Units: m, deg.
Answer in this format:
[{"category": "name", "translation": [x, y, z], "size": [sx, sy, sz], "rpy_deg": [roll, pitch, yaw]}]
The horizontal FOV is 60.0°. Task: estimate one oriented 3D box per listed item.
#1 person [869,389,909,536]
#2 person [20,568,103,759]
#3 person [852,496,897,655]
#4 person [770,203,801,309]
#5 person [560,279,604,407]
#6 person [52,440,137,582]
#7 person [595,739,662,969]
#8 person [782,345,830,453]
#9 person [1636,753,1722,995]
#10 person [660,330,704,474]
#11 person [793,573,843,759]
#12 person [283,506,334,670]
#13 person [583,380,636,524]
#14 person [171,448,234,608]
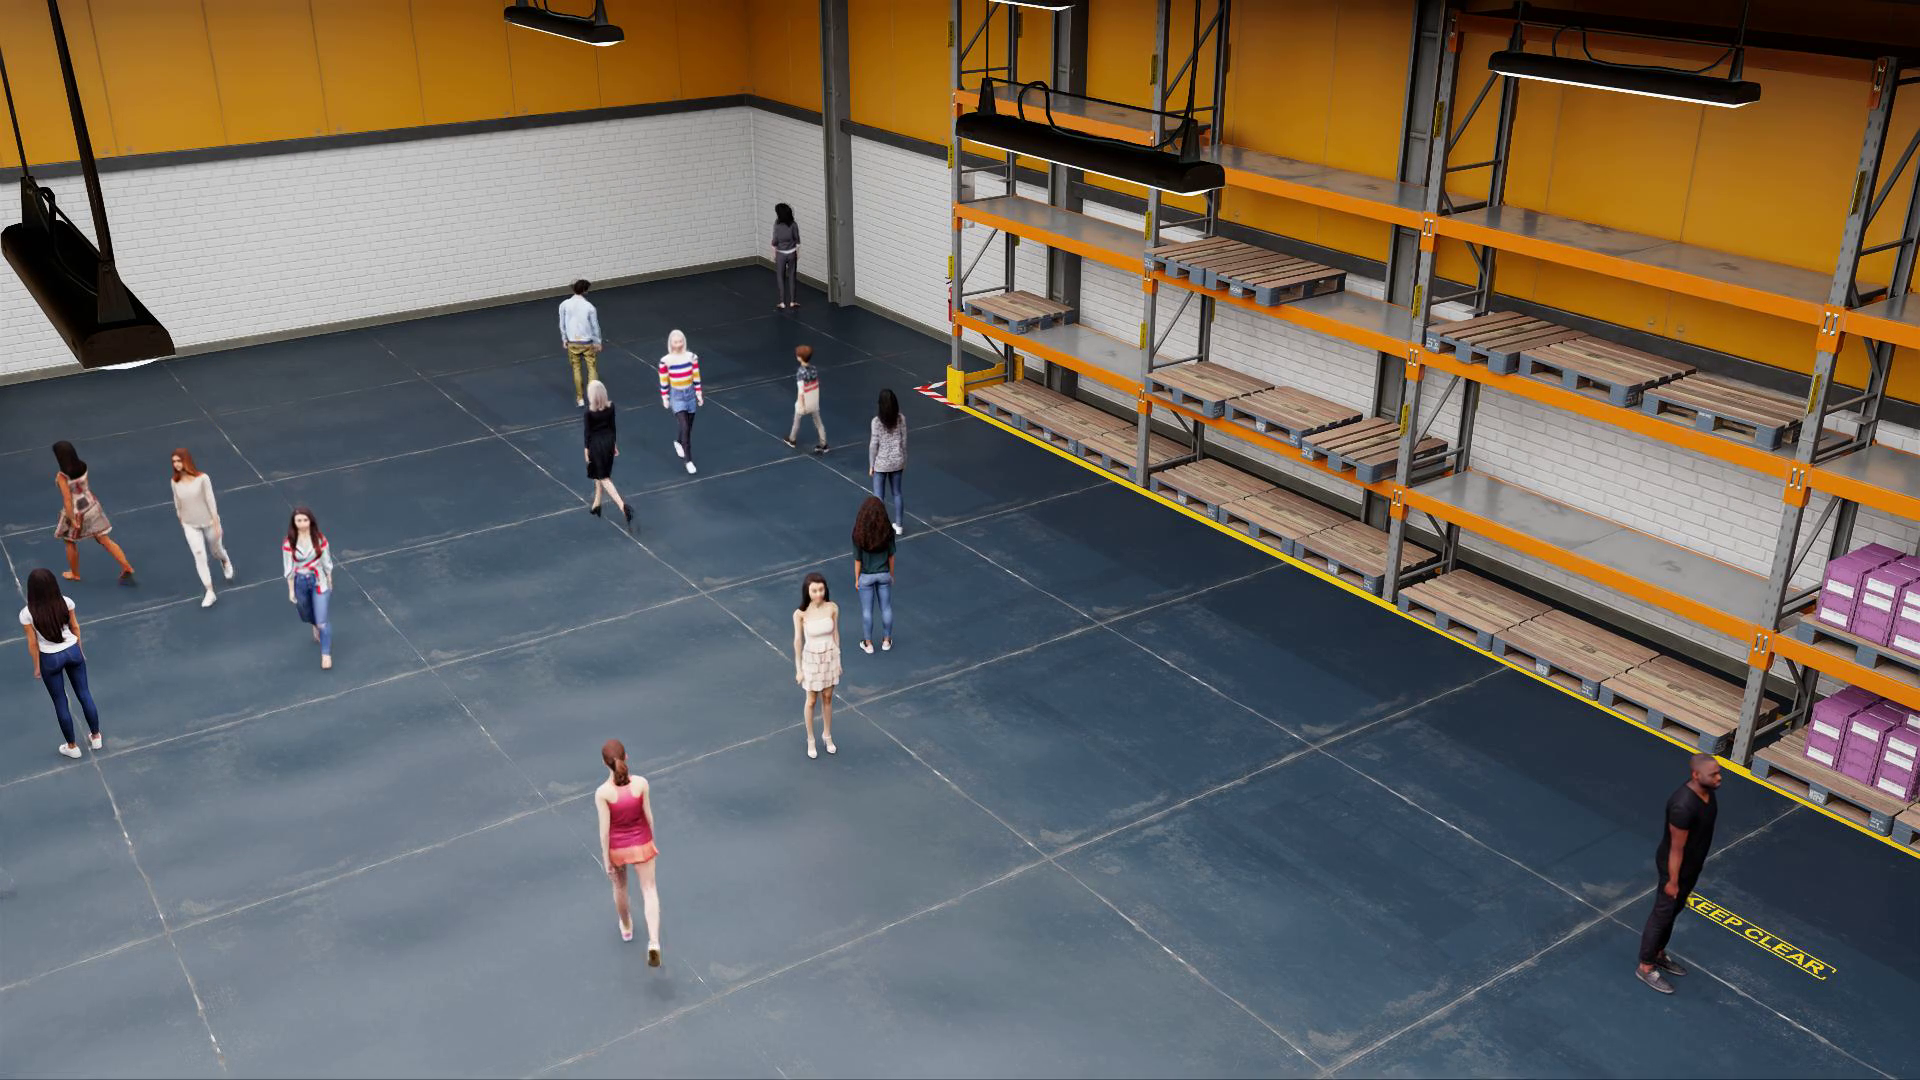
[{"category": "person", "translation": [-0.814, -0.876, 18.873], "size": [0.645, 1.731, 0.577], "rpy_deg": [-12, 26, -25]}, {"category": "person", "translation": [-7.781, 1.051, 14.408], "size": [0.583, 1.775, 0.628], "rpy_deg": [20, 31, 38]}, {"category": "person", "translation": [-0.836, 0.335, 16.244], "size": [0.684, 1.617, 0.704], "rpy_deg": [-6, 24, -13]}, {"category": "person", "translation": [-2.896, -4.729, 27.658], "size": [0.698, 1.754, 0.627], "rpy_deg": [-4, 24, -9]}, {"category": "person", "translation": [-5.239, -2.727, 23.018], "size": [0.824, 1.801, 0.868], "rpy_deg": [-3, 24, -7]}, {"category": "person", "translation": [-9.238, -0.277, 17.652], "size": [1.171, 1.611, 1.035], "rpy_deg": [7, 25, 16]}, {"category": "person", "translation": [-2.326, 2.223, 11.780], "size": [0.768, 1.734, 1.105], "rpy_deg": [-8, 25, -18]}, {"category": "person", "translation": [-1.901, -1.788, 21.366], "size": [0.983, 1.405, 0.648], "rpy_deg": [21, 31, 39]}, {"category": "person", "translation": [5.002, 2.270, 11.565], "size": [0.637, 1.819, 0.710], "rpy_deg": [21, 31, 39]}, {"category": "person", "translation": [-3.494, -1.782, 20.888], "size": [0.734, 1.776, 1.145], "rpy_deg": [-12, 26, -25]}, {"category": "person", "translation": [-1.227, 1.076, 14.401], "size": [0.600, 1.736, 0.569], "rpy_deg": [-11, 26, -23]}, {"category": "person", "translation": [-6.286, 0.414, 16.095], "size": [0.800, 1.592, 1.047], "rpy_deg": [-7, 24, -15]}, {"category": "person", "translation": [-4.075, -0.977, 19.122], "size": [1.141, 1.716, 0.735], "rpy_deg": [20, 30, 38]}, {"category": "person", "translation": [-7.895, -0.193, 17.361], "size": [0.903, 1.689, 1.114], "rpy_deg": [-3, 24, -8]}]
